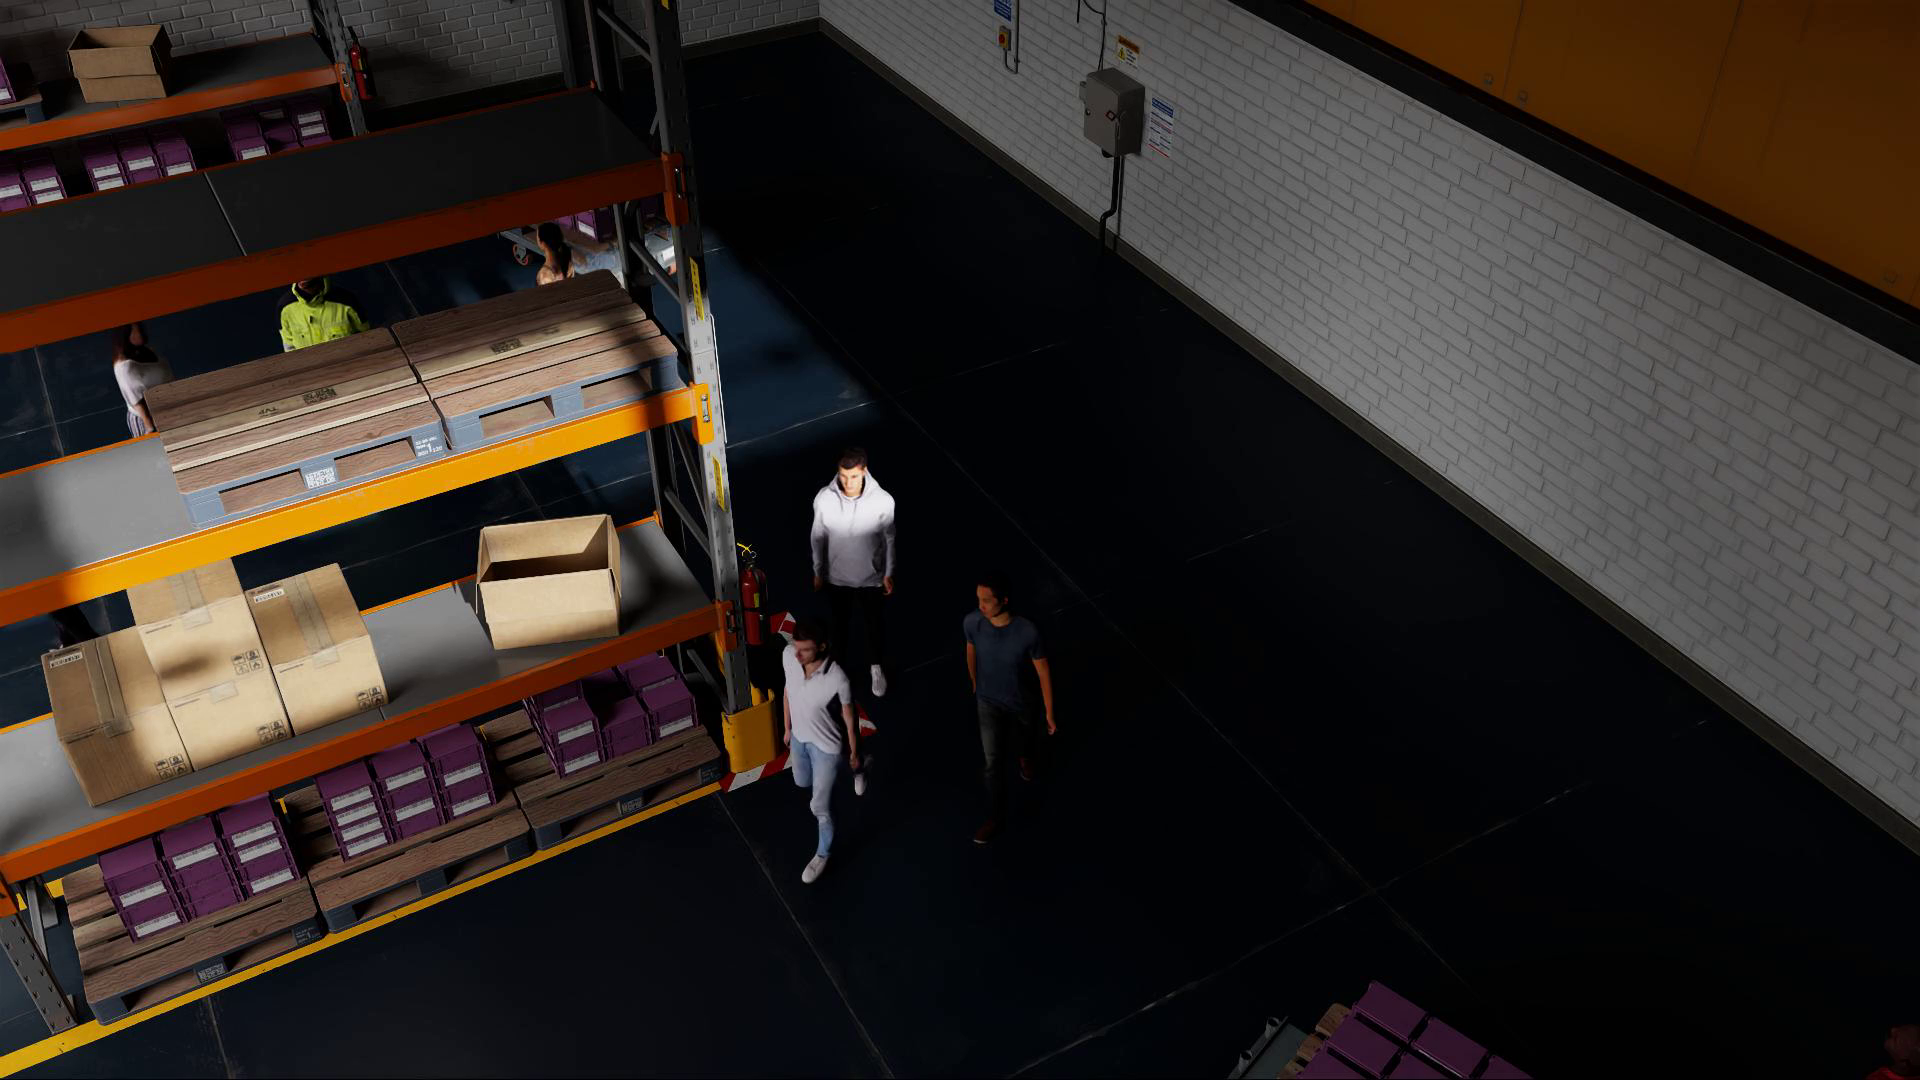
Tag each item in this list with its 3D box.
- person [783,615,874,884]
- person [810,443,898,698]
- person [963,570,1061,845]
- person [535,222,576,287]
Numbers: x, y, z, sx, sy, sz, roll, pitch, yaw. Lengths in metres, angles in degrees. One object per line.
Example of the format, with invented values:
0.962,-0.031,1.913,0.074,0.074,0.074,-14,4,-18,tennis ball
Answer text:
-0.734,1.073,9.376,0.877,1.826,1.109,25,45,28,person
-0.650,0.174,10.421,0.703,1.927,0.828,0,39,0,person
0.305,0.849,9.718,1.228,1.751,1.260,5,39,7,person
-2.986,-1.643,12.882,1.046,1.695,1.084,16,41,19,person
